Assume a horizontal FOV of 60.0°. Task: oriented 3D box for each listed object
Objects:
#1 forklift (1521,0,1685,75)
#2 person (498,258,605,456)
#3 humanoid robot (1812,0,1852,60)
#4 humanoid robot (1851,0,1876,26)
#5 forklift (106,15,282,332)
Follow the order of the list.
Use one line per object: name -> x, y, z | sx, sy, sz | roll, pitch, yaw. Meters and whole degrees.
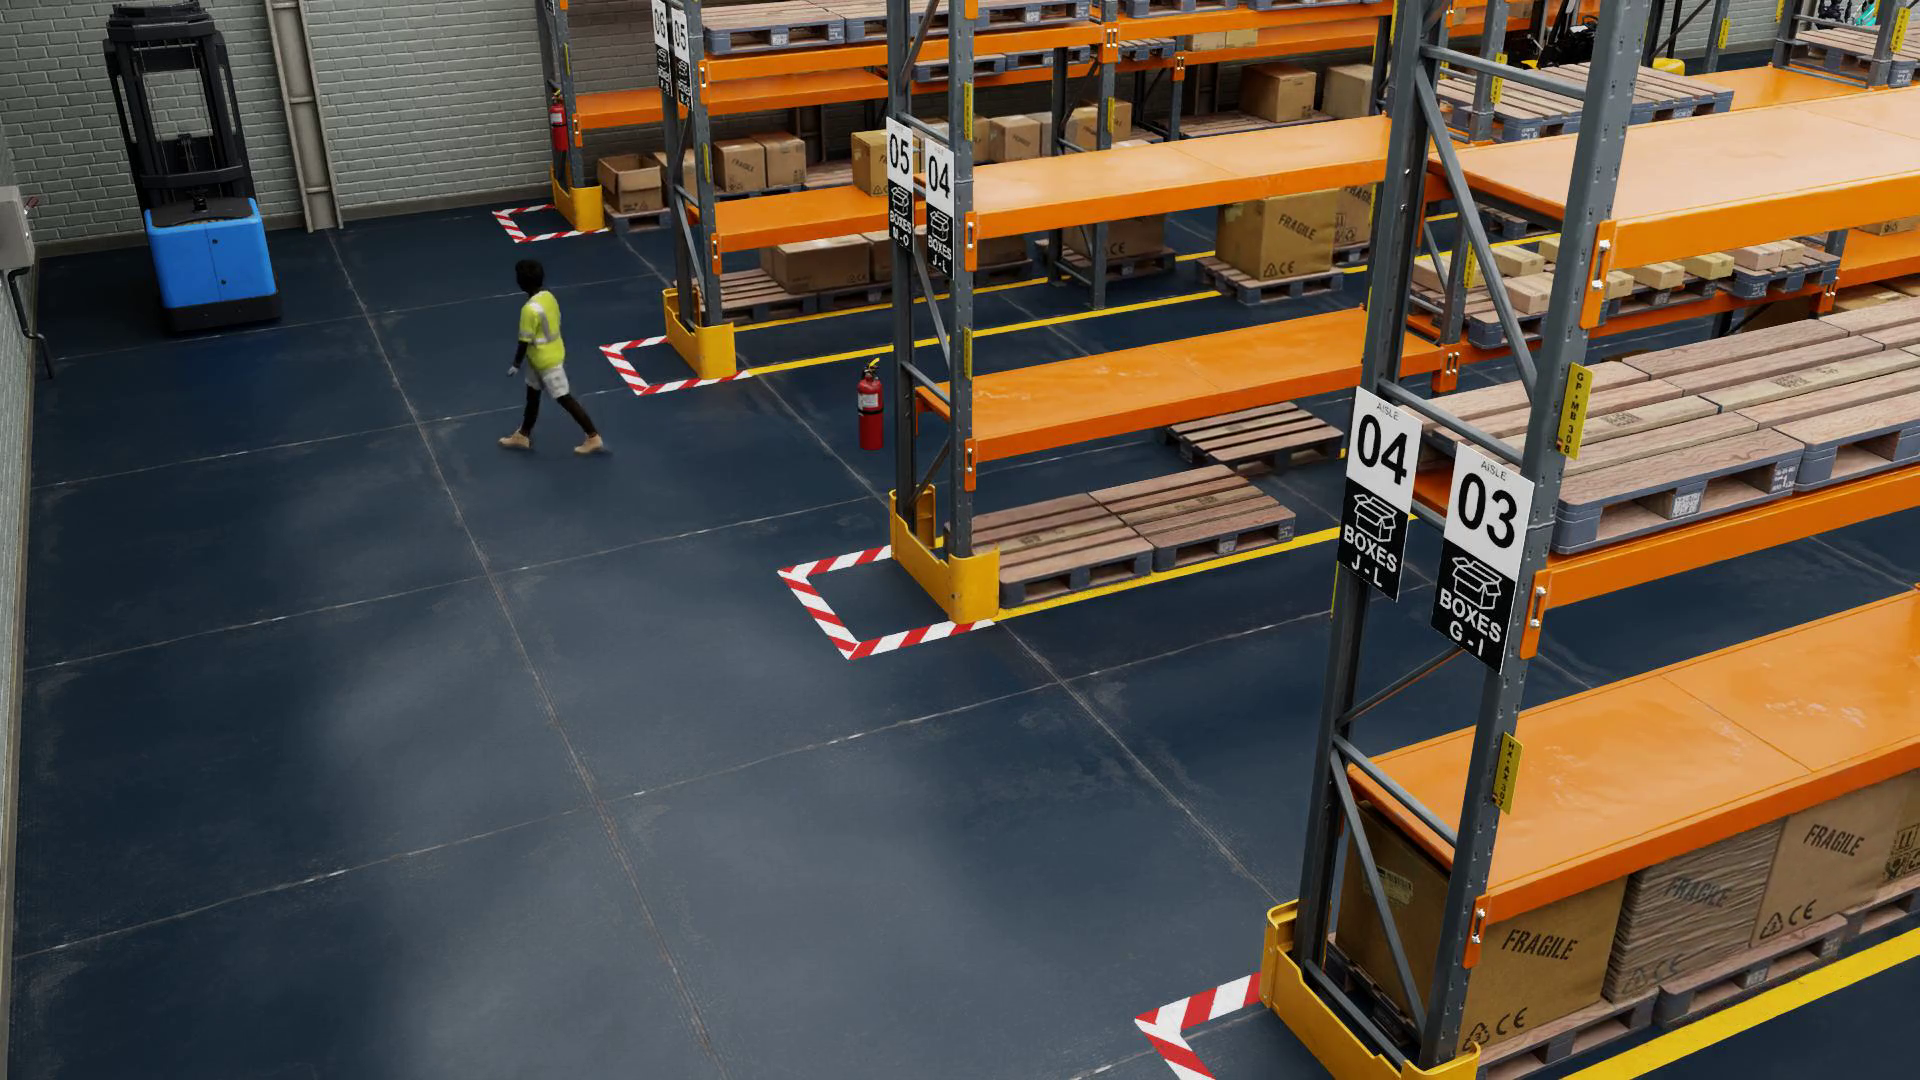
forklift -> 8.950, -6.807, 23.056 | 1.214, 2.155, 2.313 | -12, 30, -22
person -> -3.343, -1.457, 13.398 | 0.905, 1.643, 0.536 | -1, 28, -1
humanoid robot -> 13.865, -8.302, 26.458 | 0.315, 1.655, 0.599 | -12, 30, -22
humanoid robot -> 14.727, -8.646, 26.923 | 0.735, 1.676, 0.533 | -12, 30, -22
forklift -> -7.548, -3.672, 16.323 | 1.129, 2.768, 1.873 | -12, 30, -22
